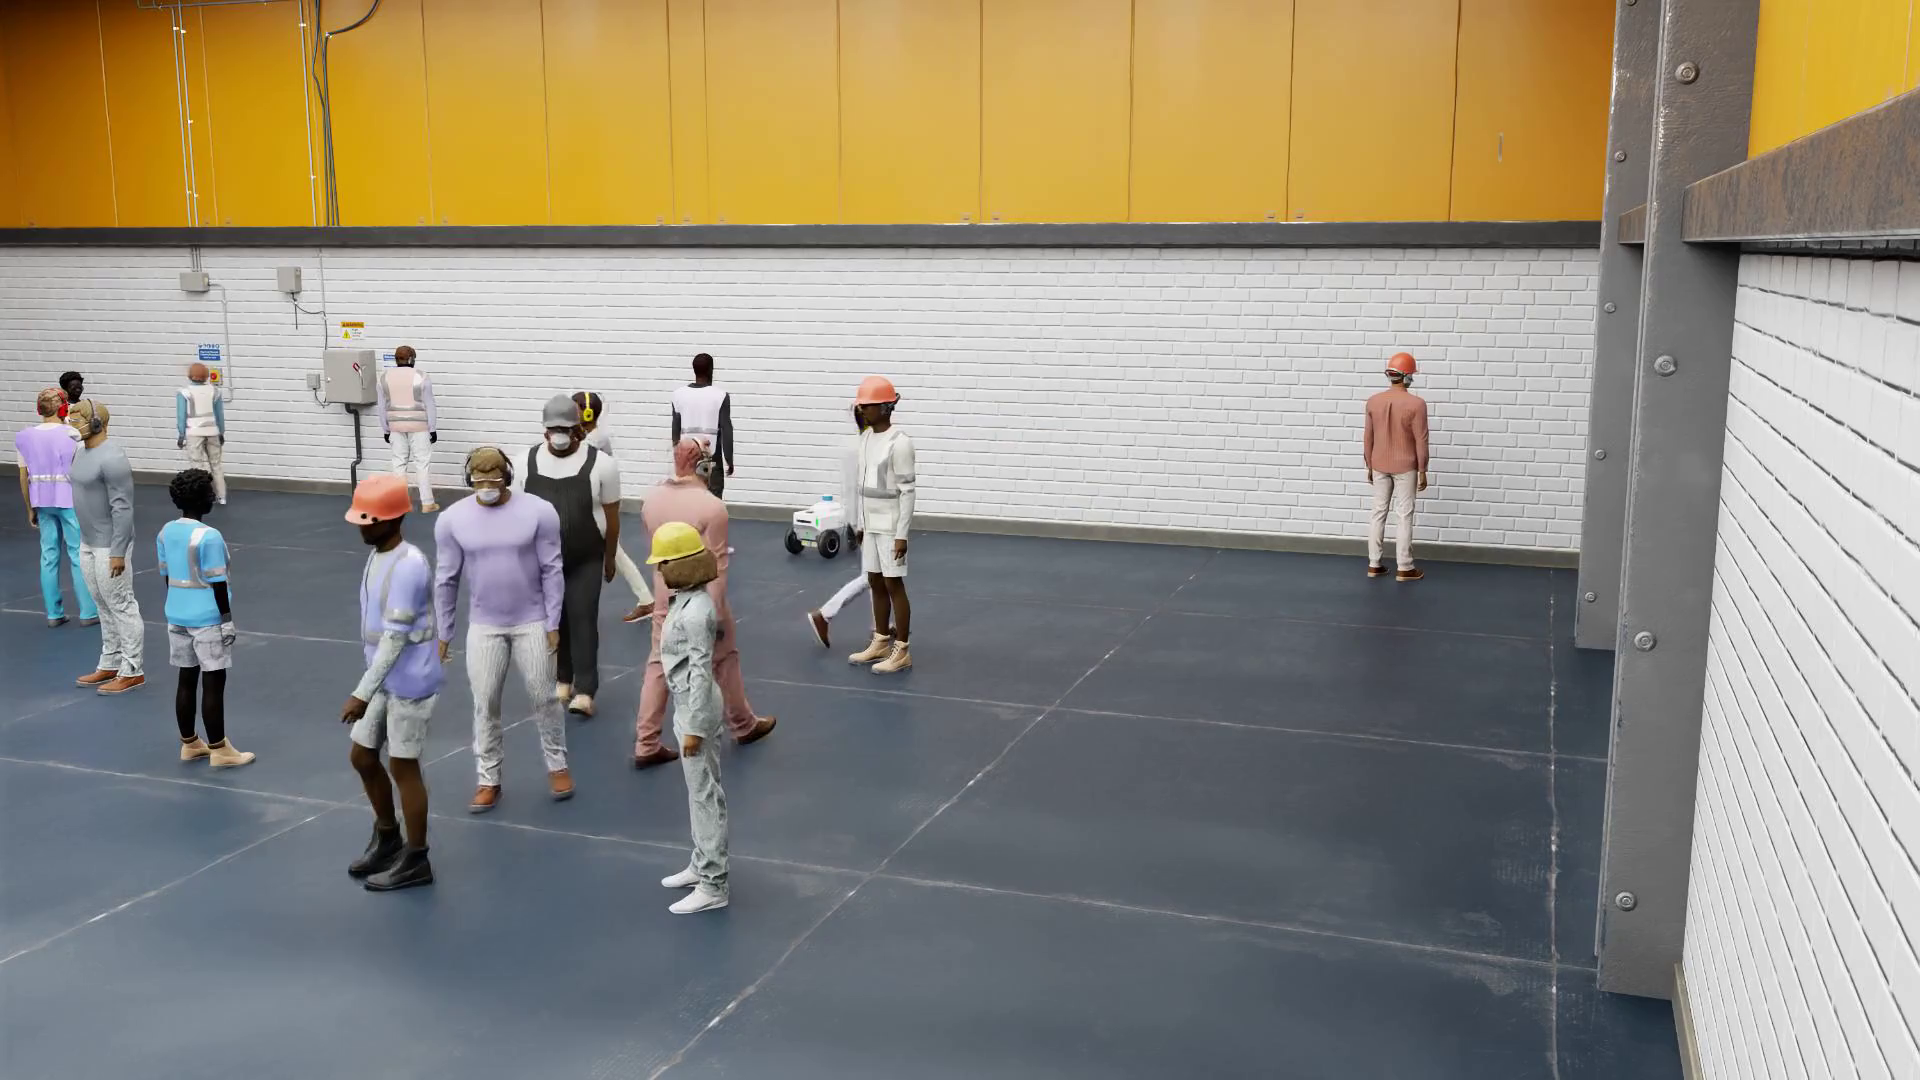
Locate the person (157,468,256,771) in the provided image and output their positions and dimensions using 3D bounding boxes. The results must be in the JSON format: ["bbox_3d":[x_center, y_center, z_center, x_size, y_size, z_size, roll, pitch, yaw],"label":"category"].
[{"bbox_3d":[-4.240,0.442,9.299,0.536,1.696,0.318,6,12,32],"label":"person"}]

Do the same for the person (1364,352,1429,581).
[{"bbox_3d":[3.819,-0.639,14.547,0.611,1.995,0.380,10,14,43],"label":"person"}]

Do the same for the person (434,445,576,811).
[{"bbox_3d":[-2.367,0.443,8.673,0.707,1.917,0.496,-1,10,-7],"label":"person"}]

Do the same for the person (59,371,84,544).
[{"bbox_3d":[-8.685,-0.815,16.378,0.317,1.695,0.540,6,12,29],"label":"person"}]

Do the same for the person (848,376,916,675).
[{"bbox_3d":[-0.552,-0.101,11.381,0.389,2.041,0.614,-6,12,-32],"label":"person"}]

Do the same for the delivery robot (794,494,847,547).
[{"bbox_3d":[-1.255,-0.193,15.828,0.477,0.478,0.707,7,12,35],"label":"delivery robot"}]

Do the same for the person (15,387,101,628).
[{"bbox_3d":[-6.869,-0.238,12.703,0.563,1.847,0.380,0,10,1],"label":"person"}]

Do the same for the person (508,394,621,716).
[{"bbox_3d":[-2.508,0.077,10.385,0.694,2.000,0.869,0,10,2],"label":"person"}]

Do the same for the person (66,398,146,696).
[{"bbox_3d":[-5.600,0.041,10.878,0.627,1.940,0.372,9,14,42],"label":"person"}]

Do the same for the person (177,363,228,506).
[{"bbox_3d":[-8.427,-1.153,18.509,0.323,1.626,0.535,8,13,39],"label":"person"}]

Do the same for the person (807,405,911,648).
[{"bbox_3d":[-0.728,-0.120,12.091,0.844,1.836,0.535,-5,11,-28],"label":"person"}]

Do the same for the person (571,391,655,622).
[{"bbox_3d":[-2.795,-0.240,12.802,0.968,1.826,0.538,-1,10,-5],"label":"person"}]

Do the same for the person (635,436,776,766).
[{"bbox_3d":[-1.505,0.329,9.485,0.668,1.851,0.989,7,12,36],"label":"person"}]

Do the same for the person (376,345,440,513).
[{"bbox_3d":[-6.014,-1.205,18.185,0.621,1.838,0.429,0,10,1],"label":"person"}]

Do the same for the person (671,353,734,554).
[{"bbox_3d":[-2.415,-0.793,15.630,0.597,1.916,0.371,3,10,14],"label":"person"}]

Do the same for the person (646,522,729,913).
[{"bbox_3d":[-1.200,0.773,7.330,0.316,1.736,0.483,-2,10,-12],"label":"person"}]

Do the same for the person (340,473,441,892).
[{"bbox_3d":[-2.623,0.649,7.513,0.509,1.921,0.552,-8,13,-39],"label":"person"}]
